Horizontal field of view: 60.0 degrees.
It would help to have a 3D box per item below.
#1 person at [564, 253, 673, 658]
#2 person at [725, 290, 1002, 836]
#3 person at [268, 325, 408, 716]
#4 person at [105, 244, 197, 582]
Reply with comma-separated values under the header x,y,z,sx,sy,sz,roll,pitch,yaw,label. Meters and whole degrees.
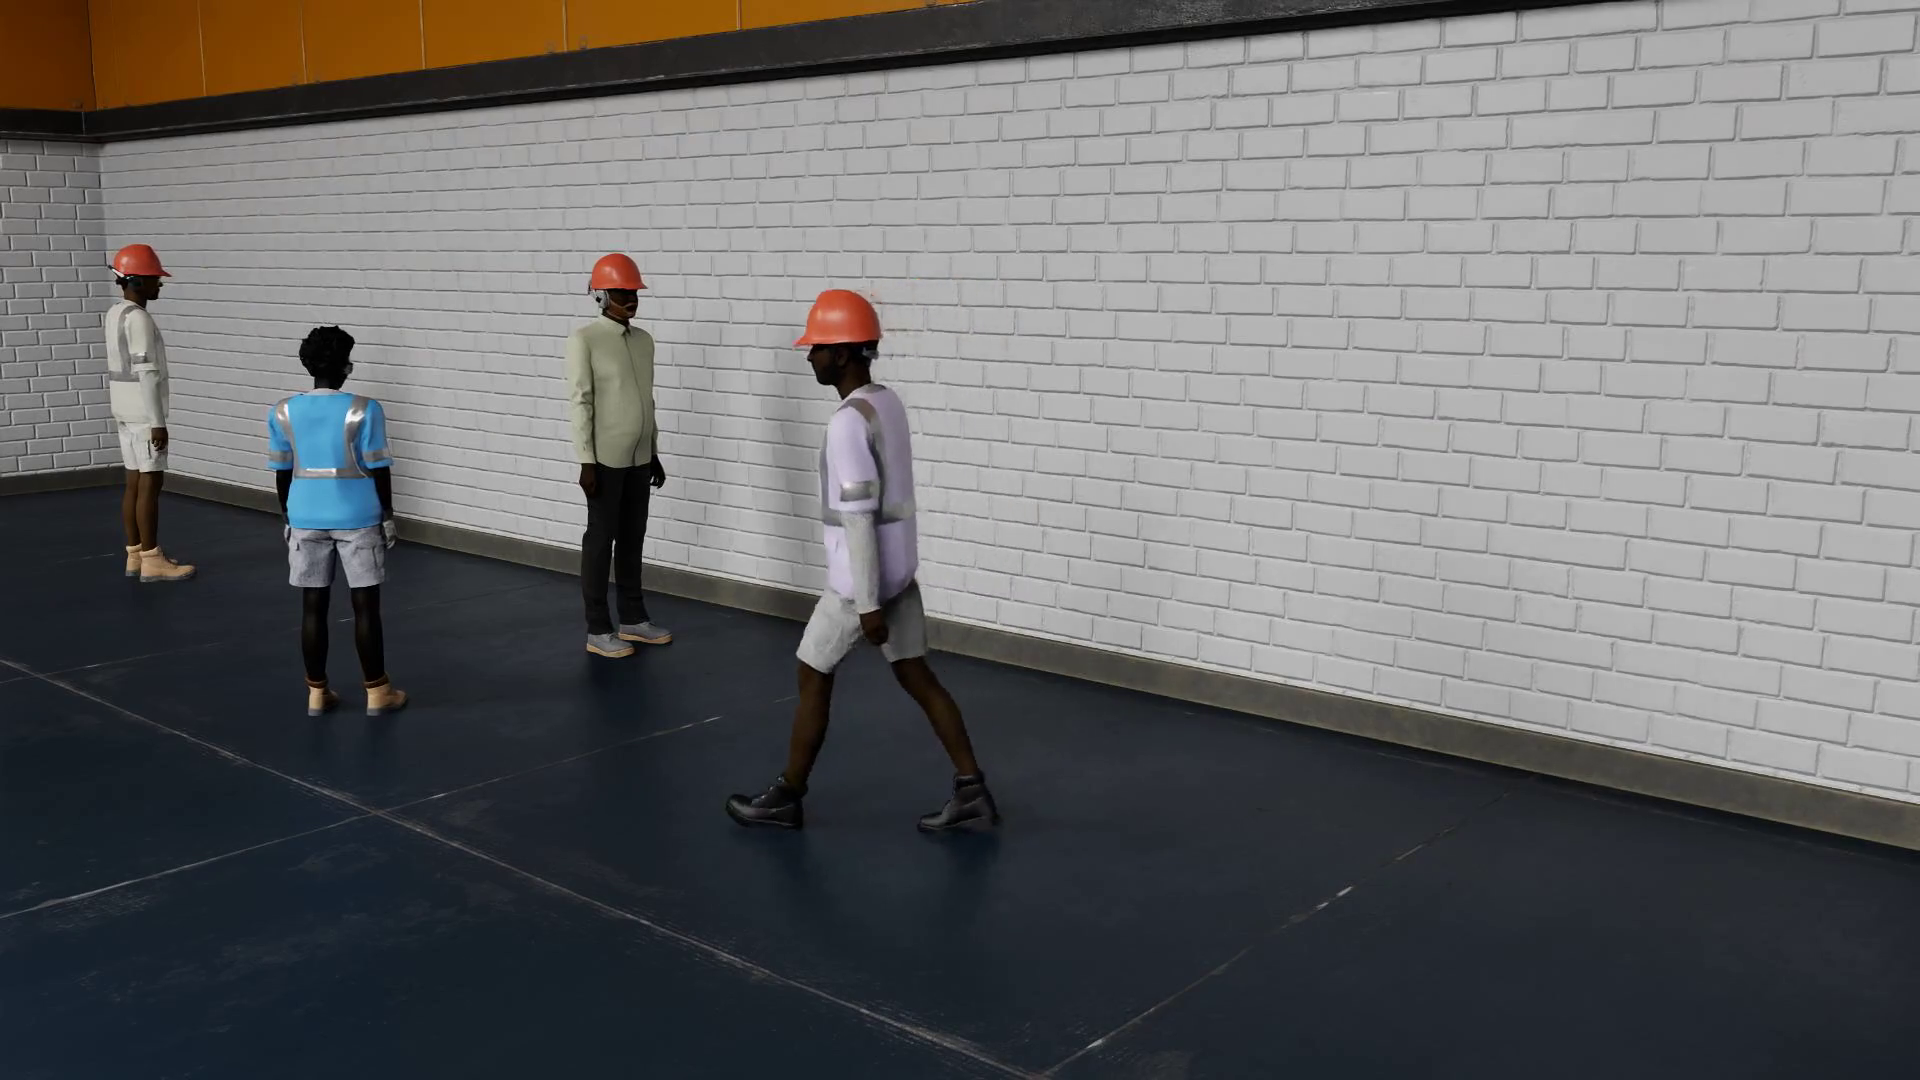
x,y,z,sx,sy,sz,roll,pitch,yaw,label
-1.705,-0.426,8.337,0.377,1.995,0.608,5,11,27,person
-0.302,0.100,5.675,0.984,1.894,0.551,4,11,19,person
-2.689,-0.072,7.185,0.530,1.692,0.321,1,10,4,person
-4.959,-0.770,10.160,0.386,2.041,0.615,-9,13,-40,person
